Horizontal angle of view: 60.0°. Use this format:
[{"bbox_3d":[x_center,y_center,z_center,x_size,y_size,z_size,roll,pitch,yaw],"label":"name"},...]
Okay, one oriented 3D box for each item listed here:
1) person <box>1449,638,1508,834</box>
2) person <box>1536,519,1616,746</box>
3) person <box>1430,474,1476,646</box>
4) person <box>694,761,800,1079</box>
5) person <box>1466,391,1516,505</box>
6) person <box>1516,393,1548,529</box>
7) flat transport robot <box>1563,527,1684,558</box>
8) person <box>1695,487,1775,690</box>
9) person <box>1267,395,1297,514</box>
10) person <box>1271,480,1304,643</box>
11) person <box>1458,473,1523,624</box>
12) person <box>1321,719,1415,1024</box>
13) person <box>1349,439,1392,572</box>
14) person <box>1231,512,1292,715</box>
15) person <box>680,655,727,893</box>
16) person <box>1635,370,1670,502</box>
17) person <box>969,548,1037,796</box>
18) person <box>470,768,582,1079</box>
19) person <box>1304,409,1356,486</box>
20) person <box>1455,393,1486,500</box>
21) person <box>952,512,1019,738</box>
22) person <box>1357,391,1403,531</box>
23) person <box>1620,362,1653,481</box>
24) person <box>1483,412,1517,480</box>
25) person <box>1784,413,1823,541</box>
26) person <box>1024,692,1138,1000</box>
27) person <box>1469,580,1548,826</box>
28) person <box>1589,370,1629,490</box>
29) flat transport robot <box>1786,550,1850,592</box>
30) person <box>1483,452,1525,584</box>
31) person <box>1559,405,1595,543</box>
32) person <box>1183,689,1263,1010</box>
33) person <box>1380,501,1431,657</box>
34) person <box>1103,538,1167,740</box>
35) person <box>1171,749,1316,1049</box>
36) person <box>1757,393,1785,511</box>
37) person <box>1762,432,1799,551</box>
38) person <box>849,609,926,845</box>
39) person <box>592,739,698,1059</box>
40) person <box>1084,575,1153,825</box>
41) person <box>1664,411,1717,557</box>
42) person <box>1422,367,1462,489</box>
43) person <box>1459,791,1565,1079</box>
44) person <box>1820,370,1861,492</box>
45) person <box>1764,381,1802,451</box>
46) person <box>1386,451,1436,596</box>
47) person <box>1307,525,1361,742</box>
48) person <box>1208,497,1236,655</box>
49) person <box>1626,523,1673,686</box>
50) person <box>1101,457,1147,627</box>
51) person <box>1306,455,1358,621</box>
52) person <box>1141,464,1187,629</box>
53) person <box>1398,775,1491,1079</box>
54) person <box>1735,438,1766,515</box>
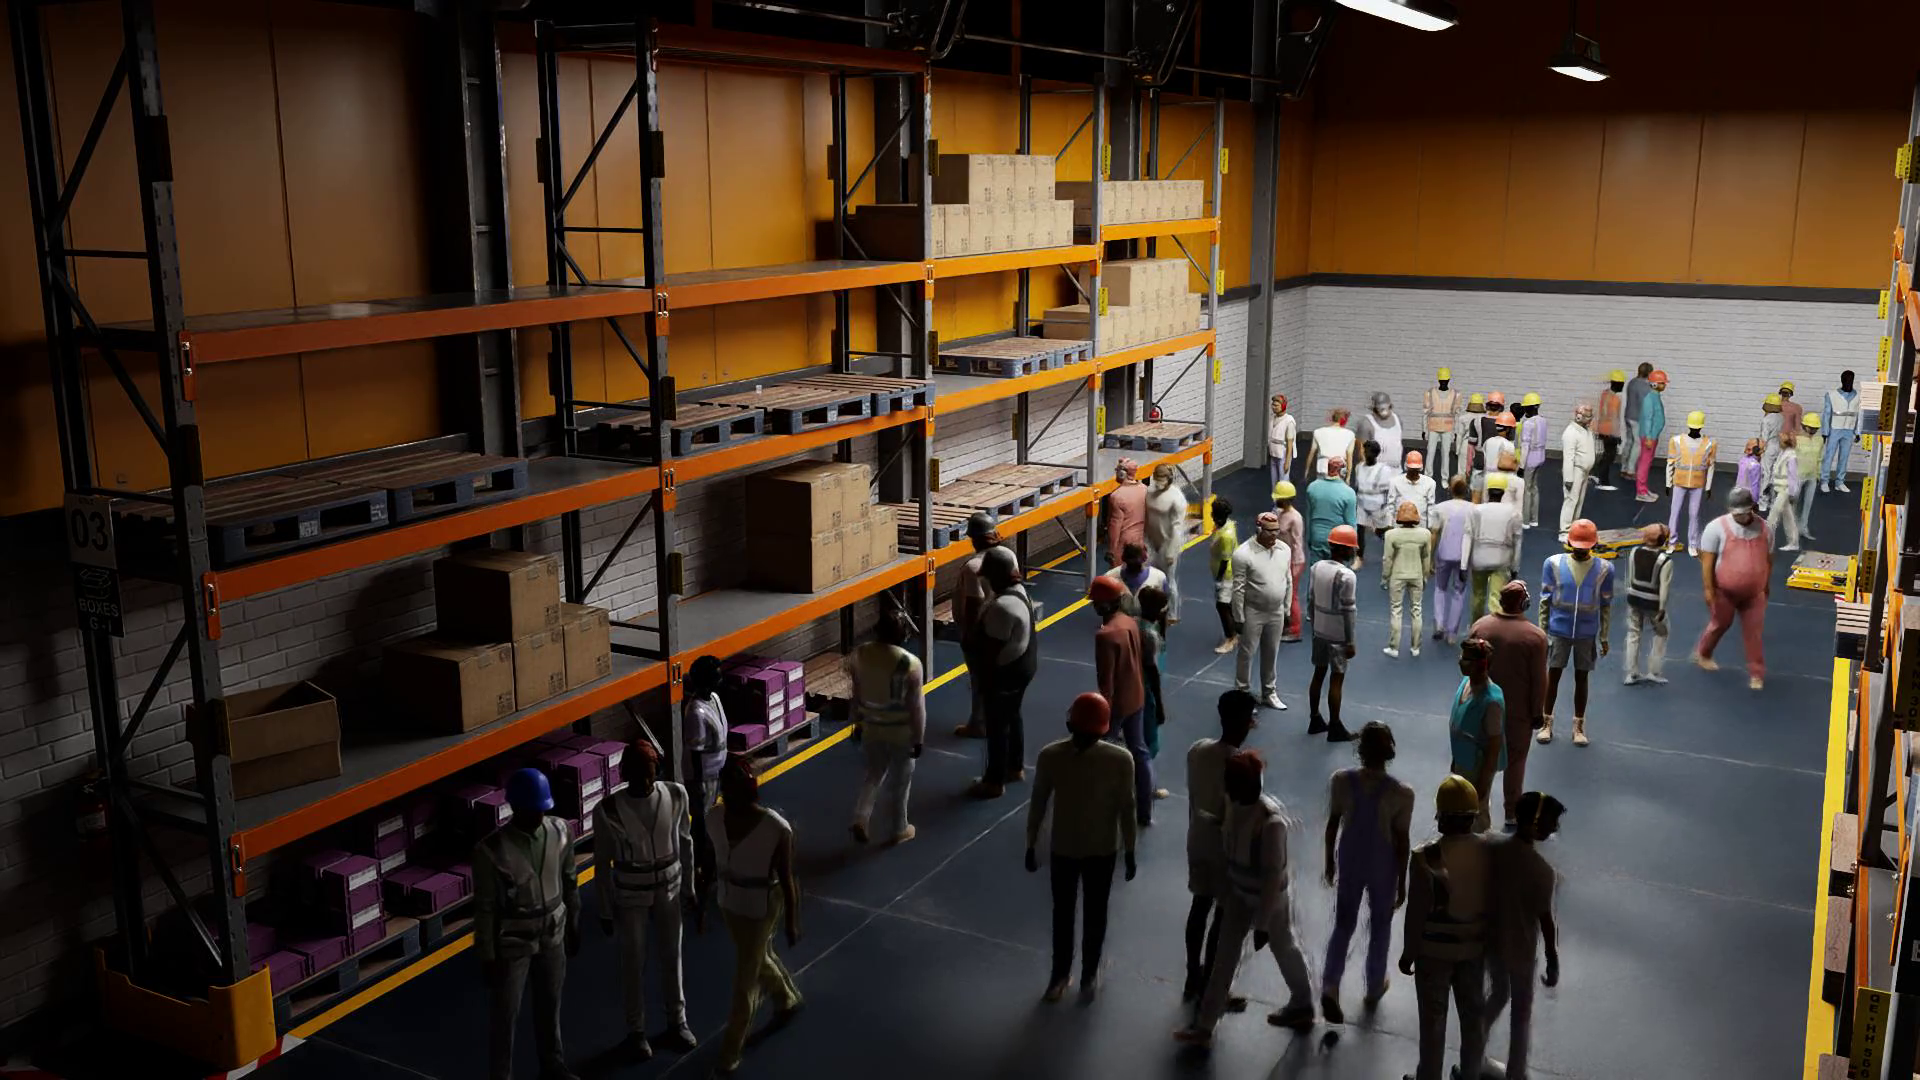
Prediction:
[{"bbox_3d":[3.566,1.571,11.509,0.388,1.847,0.563,-1,13,-3],"label":"person"},{"bbox_3d":[5.364,0.803,14.530,0.604,2.034,0.386,4,13,17],"label":"person"},{"bbox_3d":[5.264,0.203,17.676,0.519,1.825,0.505,4,13,18],"label":"person"},{"bbox_3d":[-1.186,2.079,9.383,0.583,1.802,0.967,8,15,32],"label":"person"},{"bbox_3d":[7.231,-1.016,22.698,0.615,2.029,0.409,4,13,19],"label":"person"},{"bbox_3d":[7.998,-1.107,23.362,0.394,1.913,0.591,11,17,41],"label":"person"},{"bbox_3d":[8.775,0.028,21.978,1.431,0.197,0.652,-5,13,-21],"label":"flat transport robot"},{"bbox_3d":[7.632,0.383,16.392,0.702,2.000,0.861,1,13,6],"label":"person"},{"bbox_3d":[4.599,-1.166,23.793,0.388,1.837,0.562,-4,13,-19],"label":"person"},{"bbox_3d":[3.484,0.225,17.770,0.400,1.748,0.542,-3,13,-13],"label":"person"},{"bbox_3d":[5.555,0.249,17.426,0.620,1.866,1.009,4,13,16],"label":"person"},{"bbox_3d":[2.391,1.959,9.846,0.518,1.822,0.806,7,14,28],"label":"person"},{"bbox_3d":[5.218,-0.450,20.951,0.706,1.674,0.545,-12,17,-42],"label":"person"},{"bbox_3d":[2.813,0.673,15.423,0.644,1.900,0.399,-6,14,-25],"label":"person"},{"bbox_3d":[-1.784,1.619,11.657,0.319,1.691,0.536,1,13,6],"label":"person"},{"bbox_3d":[10.538,-1.592,25.338,0.379,1.996,0.611,7,15,30],"label":"person"},{"bbox_3d":[0.352,1.037,13.467,0.540,2.000,0.700,2,13,10],"label":"person"},{"bbox_3d":[-2.284,2.123,8.865,0.438,1.935,0.626,11,17,42],"label":"person"},{"bbox_3d":[5.042,-0.906,22.735,0.695,1.791,0.905,4,13,17],"label":"person"},{"bbox_3d":[7.600,-1.311,24.680,0.494,1.730,0.324,1,13,6],"label":"person"},{"bbox_3d":[0.182,0.735,14.820,0.538,2.000,0.682,8,15,33],"label":"person"},{"bbox_3d":[5.868,-1.061,22.860,0.699,2.000,0.885,-4,13,-17],"label":"person"},{"bbox_3d":[10.997,-1.944,27.068,0.378,1.927,0.731,1,13,3],"label":"person"},{"bbox_3d":[6.973,-0.692,21.480,0.388,1.926,0.549,-4,13,-17],"label":"person"},{"bbox_3d":[11.475,-0.859,22.603,0.532,1.755,0.336,-3,13,-13],"label":"person"},{"bbox_3d":[0.715,1.846,9.986,0.694,1.975,0.448,4,13,17],"label":"person"},{"bbox_3d":[4.240,1.245,12.873,0.397,1.901,0.642,-11,16,-40],"label":"person"},{"bbox_3d":[10.221,-1.720,26.110,0.408,1.914,0.591,2,13,9],"label":"person"},{"bbox_3d":[10.625,0.373,20.433,0.652,0.197,1.431,8,15,32],"label":"flat transport robot"},{"bbox_3d":[6.664,-0.289,20.400,0.520,1.589,0.829,8,15,32],"label":"person"},{"bbox_3d":[8.330,-0.887,22.420,0.402,1.896,0.652,10,16,38],"label":"person"},{"bbox_3d":[1.600,1.849,10.051,0.428,1.948,0.650,-9,15,-34],"label":"person"},{"bbox_3d":[4.604,0.408,17.205,0.500,1.632,0.286,0,13,-1],"label":"person"},{"bbox_3d":[1.557,0.843,14.819,0.580,1.821,0.568,3,13,12],"label":"person"},{"bbox_3d":[1.686,2.037,9.514,1.057,1.802,0.584,-6,14,-26],"label":"person"},{"bbox_3d":[11.959,-1.306,24.624,0.488,1.746,0.288,-9,15,-34],"label":"person"},{"bbox_3d":[10.785,-0.633,21.930,0.737,1.603,0.531,3,13,13],"label":"person"},{"bbox_3d":[-0.539,1.409,12.281,0.646,1.829,0.536,8,15,30],"label":"person"},{"bbox_3d":[-1.778,2.019,9.444,0.587,1.877,0.359,-8,15,-31],"label":"person"},{"bbox_3d":[1.163,1.235,12.813,0.761,1.951,0.652,8,15,33],"label":"person"},{"bbox_3d":[9.511,-0.739,21.688,0.585,1.921,0.373,5,14,21],"label":"person"},{"bbox_3d":[7.592,-1.765,26.268,0.587,1.928,0.363,3,13,12],"label":"person"},{"bbox_3d":[2.963,2.158,8.919,0.449,1.837,0.632,-7,14,-29],"label":"person"},{"bbox_3d":[13.776,-1.704,26.014,0.600,1.917,0.377,0,13,-1],"label":"person"},{"bbox_3d":[12.787,-1.597,25.912,0.532,1.756,0.337,6,14,26],"label":"person"},{"bbox_3d":[5.327,-0.201,19.685,0.571,1.744,0.353,2,13,11],"label":"person"},{"bbox_3d":[3.318,0.816,14.713,0.385,1.927,0.546,-6,14,-26],"label":"person"},{"bbox_3d":[2.763,0.344,17.414,0.357,1.664,0.688,1,13,5],"label":"person"},{"bbox_3d":[6.761,0.624,16.249,0.531,1.625,0.517,-8,15,-32],"label":"person"},{"bbox_3d":[1.802,0.042,18.213,0.409,1.913,0.647,11,17,40],"label":"person"},{"bbox_3d":[4.124,0.004,18.421,0.399,1.900,0.644,-12,17,-43],"label":"person"},{"bbox_3d":[2.087,0.093,18.038,0.838,1.887,0.704,-8,15,-32],"label":"person"},{"bbox_3d":[2.633,2.150,8.951,0.597,1.831,0.403,-3,13,-15],"label":"person"},{"bbox_3d":[10.074,-0.502,21.286,0.313,1.631,0.523,1,13,5],"label":"person"}]
